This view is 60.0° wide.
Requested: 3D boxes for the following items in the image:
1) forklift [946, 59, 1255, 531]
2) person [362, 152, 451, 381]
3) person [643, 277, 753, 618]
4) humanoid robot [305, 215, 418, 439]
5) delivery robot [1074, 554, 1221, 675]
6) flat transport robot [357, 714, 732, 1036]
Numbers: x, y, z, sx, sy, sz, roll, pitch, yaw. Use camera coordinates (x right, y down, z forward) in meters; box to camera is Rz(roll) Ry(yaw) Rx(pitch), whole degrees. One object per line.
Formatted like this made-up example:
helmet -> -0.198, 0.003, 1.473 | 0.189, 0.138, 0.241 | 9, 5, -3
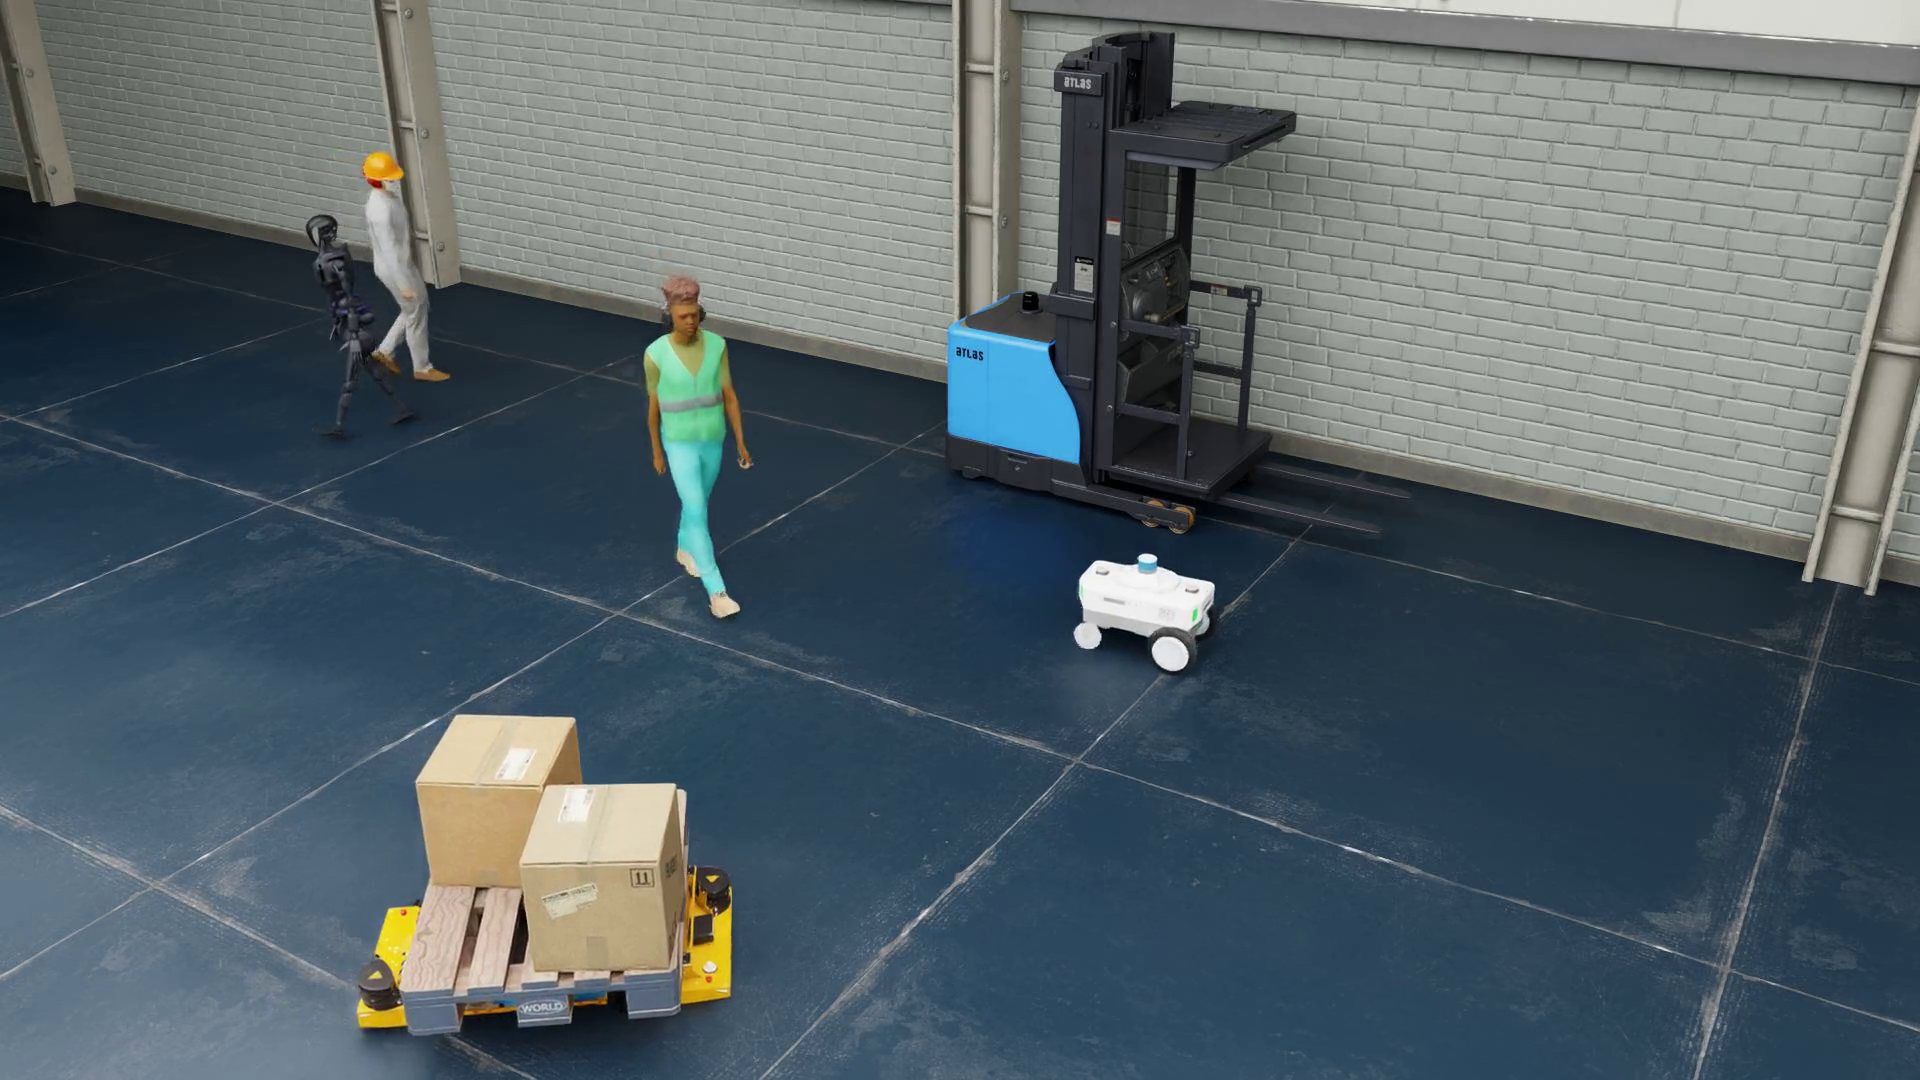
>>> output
forklift -> 0.933, -1.707, 10.833 | 1.873, 2.768, 1.129 | 15, 29, 28
person -> -4.346, -2.086, 12.824 | 0.565, 1.854, 0.623 | -6, 26, -12
person -> -1.498, -0.564, 9.512 | 0.509, 1.922, 1.023 | -15, 29, -28
humanoid robot -> -4.358, -1.534, 11.904 | 0.808, 1.625, 0.586 | -17, 30, -32
delivery robot -> 1.031, 0.371, 9.144 | 0.802, 0.598, 0.499 | 11, 28, 22
flat transport robot -> -1.655, 1.647, 6.775 | 1.431, 0.231, 0.659 | -3, 25, -6
